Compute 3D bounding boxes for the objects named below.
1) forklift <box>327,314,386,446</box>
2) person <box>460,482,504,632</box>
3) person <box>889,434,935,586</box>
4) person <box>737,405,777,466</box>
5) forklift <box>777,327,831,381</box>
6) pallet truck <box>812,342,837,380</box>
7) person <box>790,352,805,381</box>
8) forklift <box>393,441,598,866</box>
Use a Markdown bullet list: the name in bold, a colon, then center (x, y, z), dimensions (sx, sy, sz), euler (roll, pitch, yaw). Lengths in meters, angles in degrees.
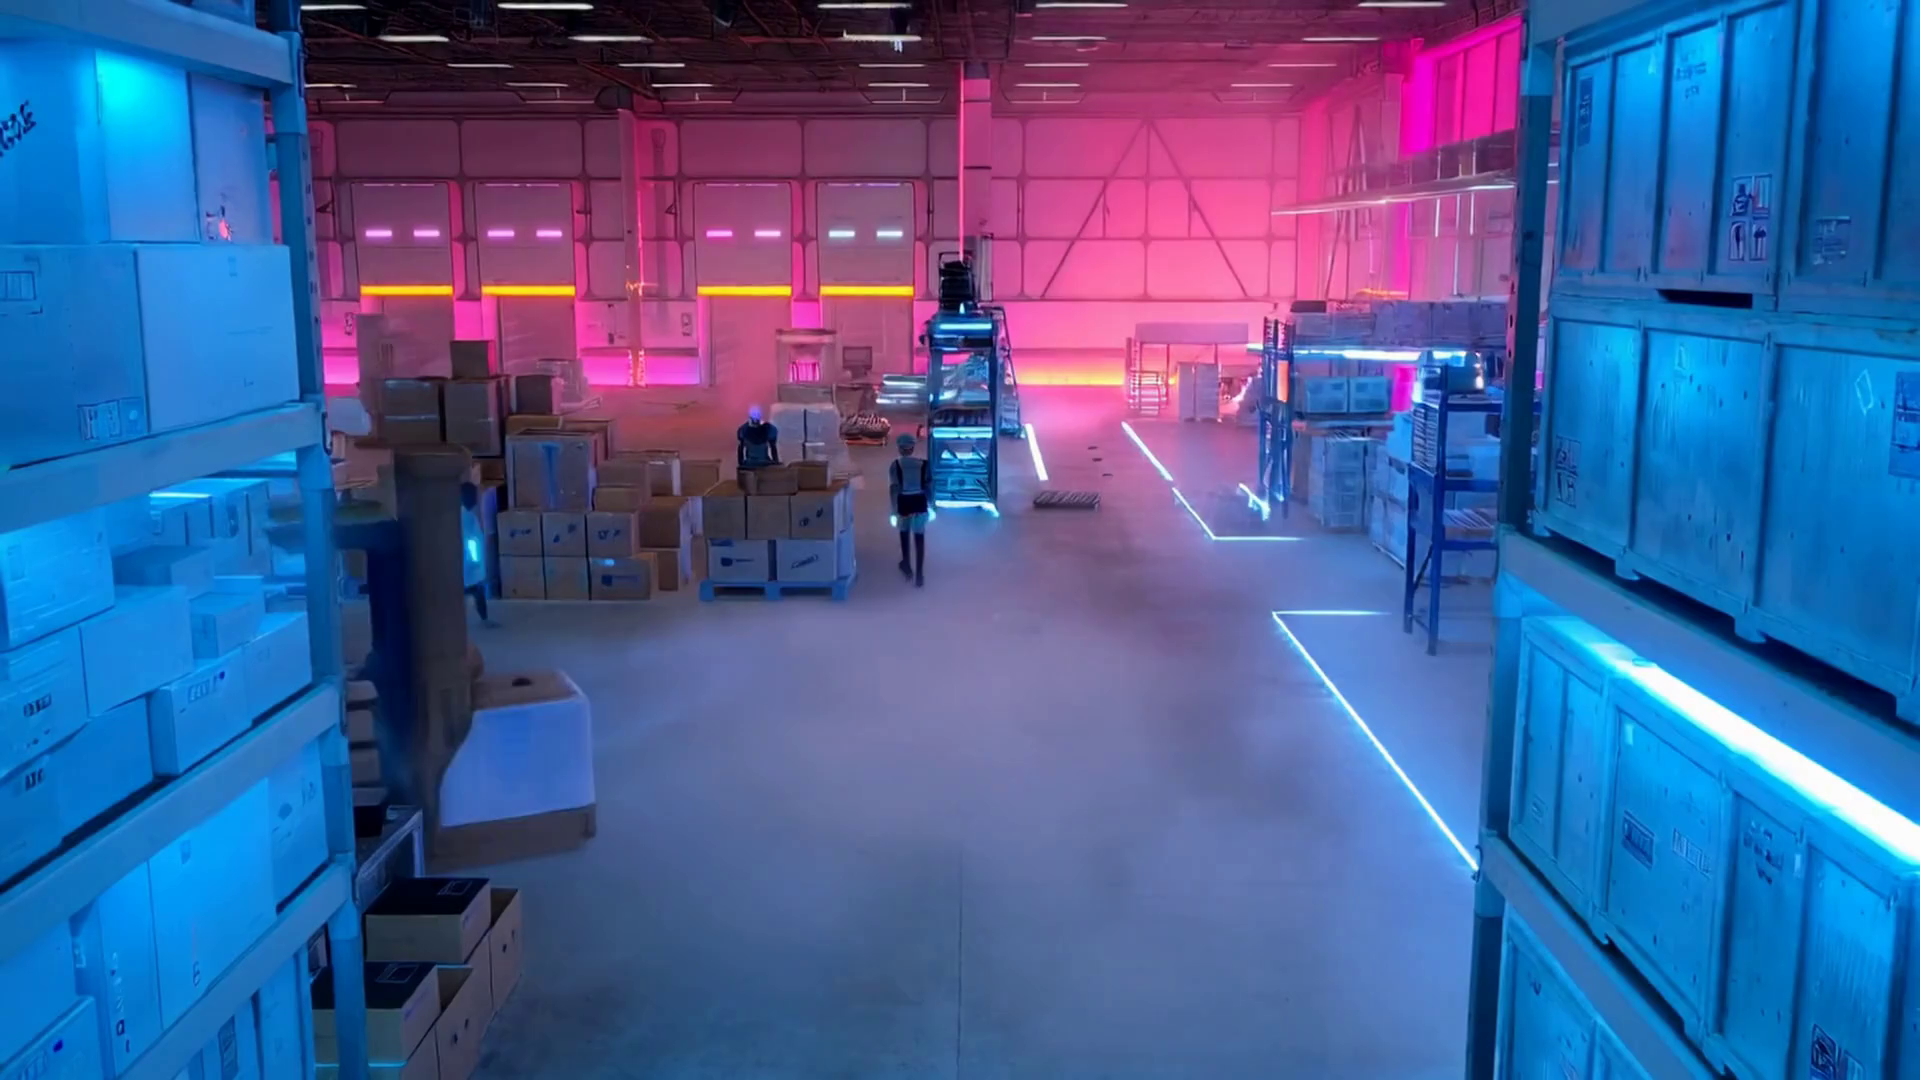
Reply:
- **forklift**: center (-12.501, -3.396, 35.293), dimensions (1.873, 2.768, 1.129), euler (-1, 10, -4)
- **person**: center (-5.373, 0.196, 18.008), dimensions (0.704, 1.679, 0.534), euler (-2, 10, -9)
- **person**: center (-0.612, -0.403, 20.938), dimensions (0.585, 1.861, 1.023), euler (-1, 10, -8)
- **person**: center (-2.973, -1.027, 24.400), dimensions (0.628, 1.929, 0.363), euler (3, 10, 17)
- **forklift**: center (-2.708, -2.321, 29.091), dimensions (1.129, 2.768, 1.873), euler (-1, 10, -6)
- **pallet truck**: center (-3.021, -4.312, 43.126), dimensions (1.885, 1.965, 0.823), euler (3, 10, 17)
- **person**: center (-4.124, -3.805, 41.137), dimensions (0.546, 1.675, 0.594), euler (-10, 14, -44)
- **forklift**: center (-3.572, 0.743, 11.415), dimensions (1.873, 2.768, 1.129), euler (-5, 11, -25)
